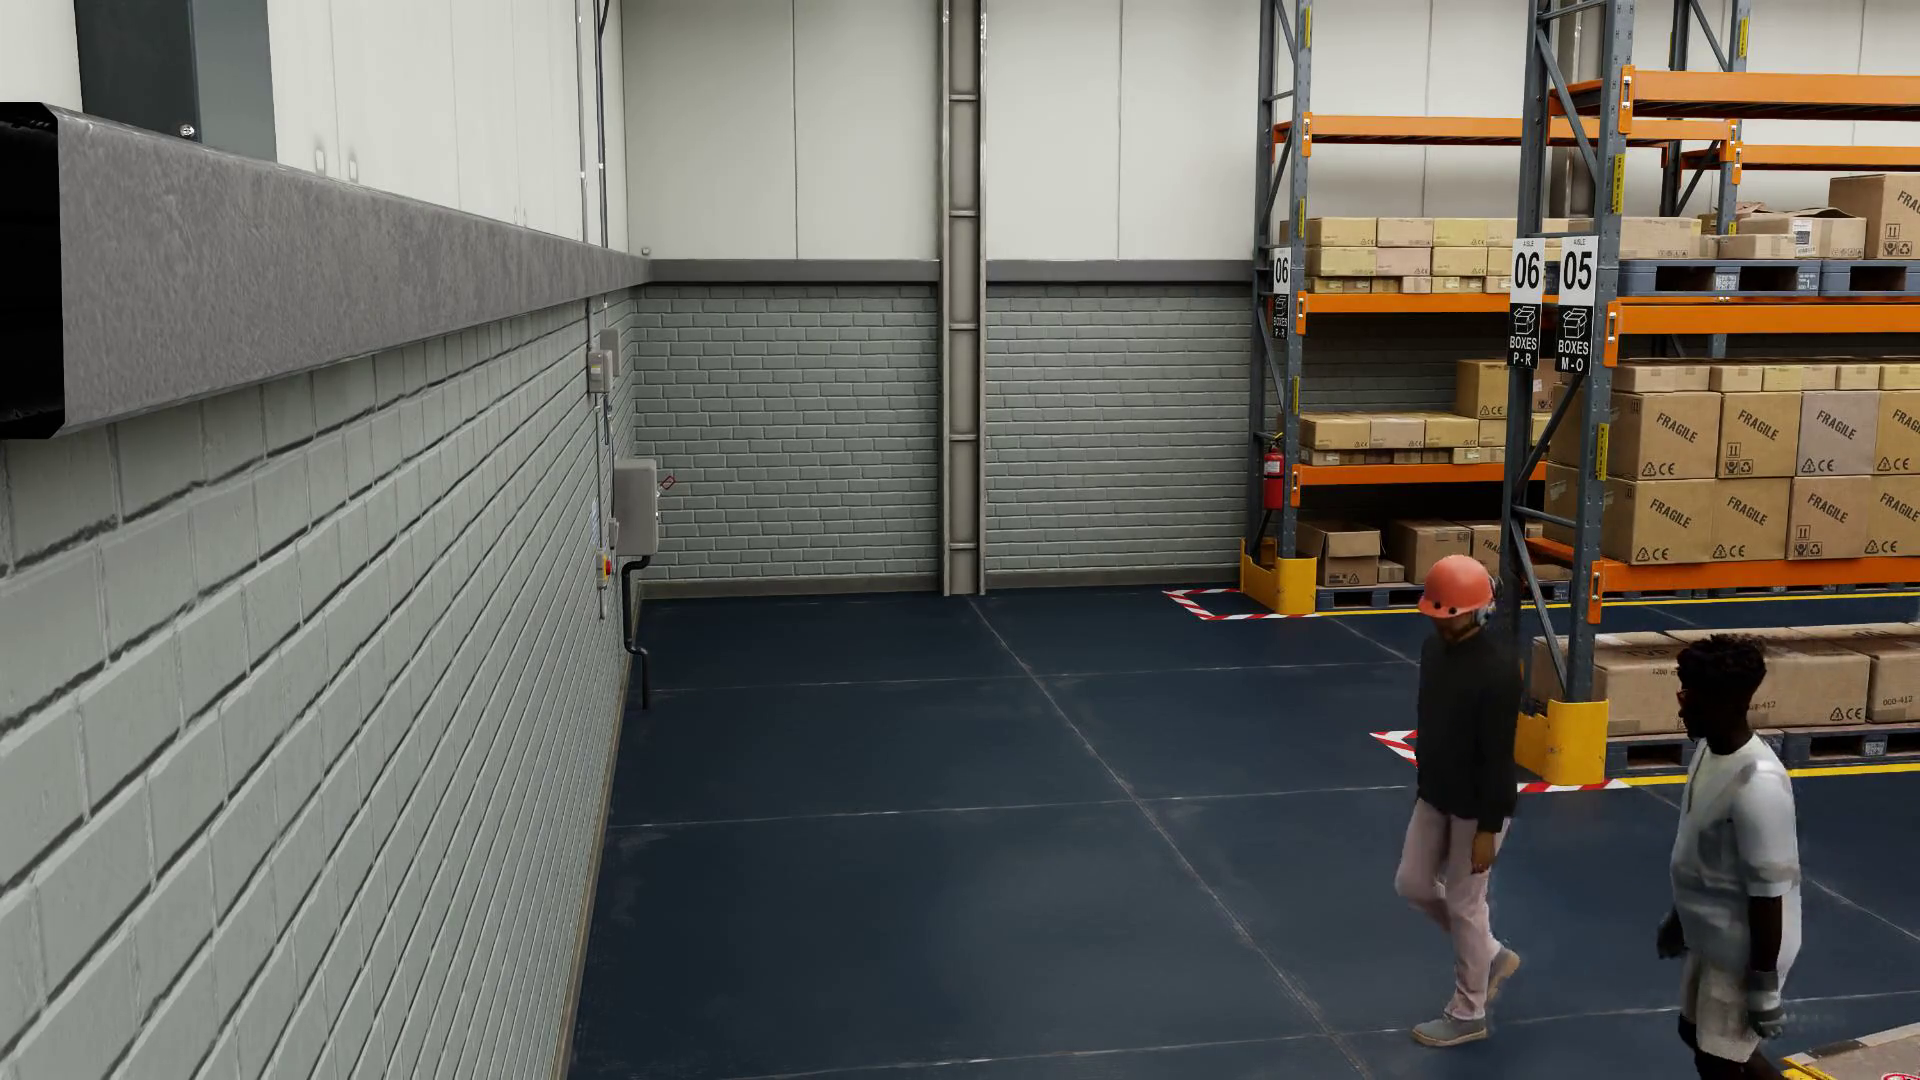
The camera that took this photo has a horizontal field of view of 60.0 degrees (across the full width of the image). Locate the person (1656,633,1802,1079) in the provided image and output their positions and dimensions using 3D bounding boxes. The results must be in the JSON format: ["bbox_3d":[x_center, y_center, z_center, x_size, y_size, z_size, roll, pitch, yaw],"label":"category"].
[{"bbox_3d":[2.469,1.241,5.155,0.629,1.940,0.626,2,10,14],"label":"person"}]

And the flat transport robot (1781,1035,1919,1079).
[{"bbox_3d":[3.479,1.961,5.844,1.431,0.197,0.652,-4,10,-23],"label":"flat transport robot"}]

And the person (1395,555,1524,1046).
[{"bbox_3d":[1.969,1.012,6.495,0.526,1.959,0.657,-3,10,-18],"label":"person"}]
